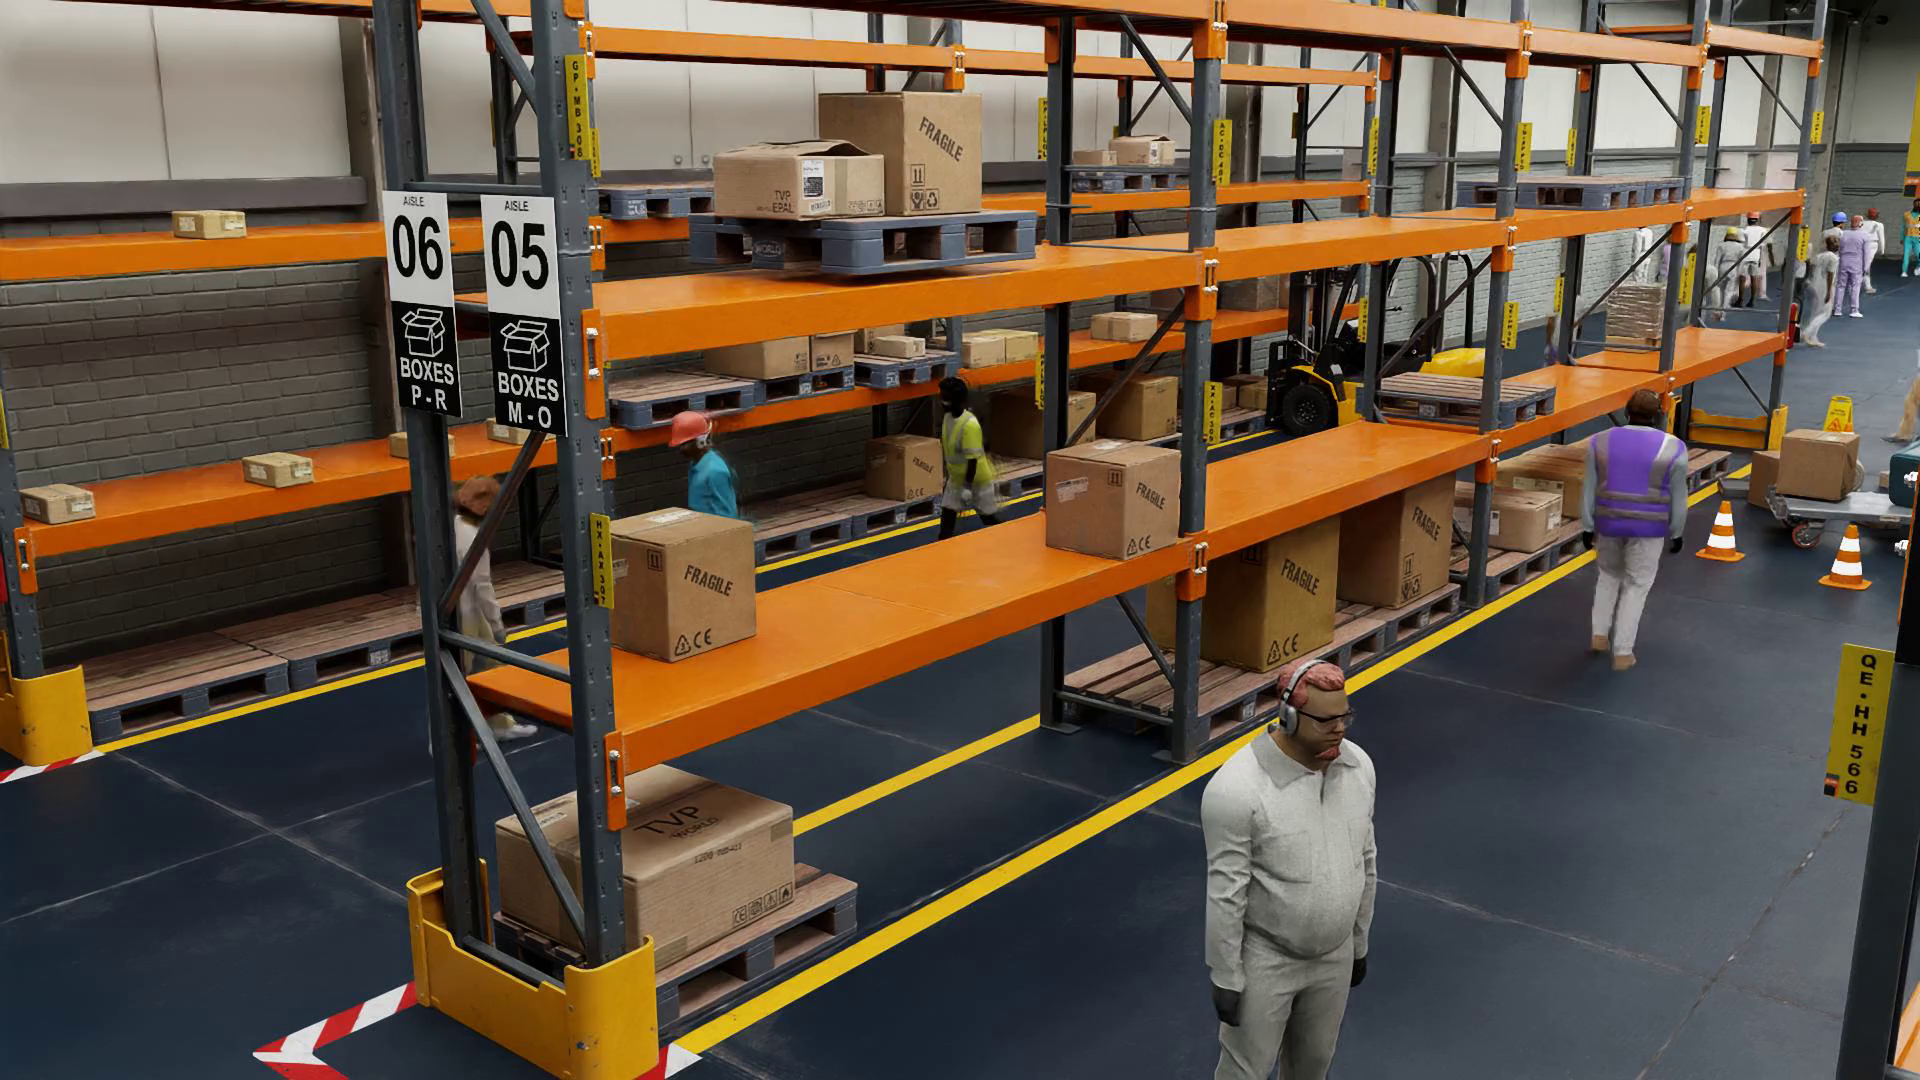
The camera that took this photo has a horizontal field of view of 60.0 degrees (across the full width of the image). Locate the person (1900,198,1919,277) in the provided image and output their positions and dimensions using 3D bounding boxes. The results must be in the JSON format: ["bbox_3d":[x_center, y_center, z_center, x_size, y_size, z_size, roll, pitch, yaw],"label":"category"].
[{"bbox_3d":[23.086,-7.326,40.206,0.600,1.895,0.817,13,19,42],"label":"person"}]

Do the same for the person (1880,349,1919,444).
[{"bbox_3d":[10.833,-1.884,18.408,0.858,1.720,0.572,12,18,39],"label":"person"}]

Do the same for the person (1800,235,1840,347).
[{"bbox_3d":[13.867,-4.001,26.824,0.550,1.822,0.530,-1,14,-4],"label":"person"}]

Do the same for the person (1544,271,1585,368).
[{"bbox_3d":[7.246,-2.332,20.014,0.550,1.816,0.636,-2,14,-8],"label":"person"}]

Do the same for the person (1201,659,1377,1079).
[{"bbox_3d":[1.044,1.279,5.169,0.636,1.899,0.400,-7,15,-26],"label":"person"}]

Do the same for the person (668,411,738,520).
[{"bbox_3d":[-1.601,0.027,10.623,0.486,1.711,0.580,-5,15,-19],"label":"person"}]

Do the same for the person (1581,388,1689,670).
[{"bbox_3d":[4.395,-0.079,10.837,0.625,1.824,0.557,11,17,37],"label":"person"}]

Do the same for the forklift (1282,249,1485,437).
[{"bbox_3d":[4.886,-2.214,18.767,2.313,2.155,1.214,11,18,38],"label":"forklift"}]

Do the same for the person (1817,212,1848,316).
[{"bbox_3d":[16.590,-5.244,31.611,0.391,1.946,0.615,-6,15,-24],"label":"person"}]

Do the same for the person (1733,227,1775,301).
[{"bbox_3d":[16.327,-5.779,34.080,0.885,1.814,0.558,0,14,-1],"label":"person"}]

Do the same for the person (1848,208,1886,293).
[{"bbox_3d":[19.499,-6.201,35.758,0.972,1.842,0.581,-6,15,-22],"label":"person"}]

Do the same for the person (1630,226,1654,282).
[{"bbox_3d":[13.216,-5.383,32.315,0.576,1.881,0.354,-12,18,-39],"label":"person"}]

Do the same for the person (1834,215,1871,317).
[{"bbox_3d":[16.809,-5.154,31.344,0.407,1.902,0.639,-11,18,-39],"label":"person"}]

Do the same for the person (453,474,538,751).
[{"bbox_3d":[-2.655,0.416,9.265,0.690,1.595,0.519,-6,15,-21],"label":"person"}]

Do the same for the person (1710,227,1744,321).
[{"bbox_3d":[14.223,-4.942,30.866,0.505,1.701,0.673,3,14,13],"label":"person"}]

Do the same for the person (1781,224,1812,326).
[{"bbox_3d":[14.822,-4.688,29.583,0.604,1.843,0.516,-7,16,-27],"label":"person"}]

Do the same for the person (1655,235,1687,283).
[{"bbox_3d":[13.327,-4.984,31.261,0.536,1.599,0.846,8,16,31],"label":"person"}]

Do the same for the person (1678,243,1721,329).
[{"bbox_3d":[10.451,-3.254,23.632,1.005,1.889,0.656,-11,18,-38],"label":"person"}]

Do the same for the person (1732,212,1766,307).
[{"bbox_3d":[15.665,-5.592,33.047,0.543,1.939,0.360,0,14,-2],"label":"person"}]
